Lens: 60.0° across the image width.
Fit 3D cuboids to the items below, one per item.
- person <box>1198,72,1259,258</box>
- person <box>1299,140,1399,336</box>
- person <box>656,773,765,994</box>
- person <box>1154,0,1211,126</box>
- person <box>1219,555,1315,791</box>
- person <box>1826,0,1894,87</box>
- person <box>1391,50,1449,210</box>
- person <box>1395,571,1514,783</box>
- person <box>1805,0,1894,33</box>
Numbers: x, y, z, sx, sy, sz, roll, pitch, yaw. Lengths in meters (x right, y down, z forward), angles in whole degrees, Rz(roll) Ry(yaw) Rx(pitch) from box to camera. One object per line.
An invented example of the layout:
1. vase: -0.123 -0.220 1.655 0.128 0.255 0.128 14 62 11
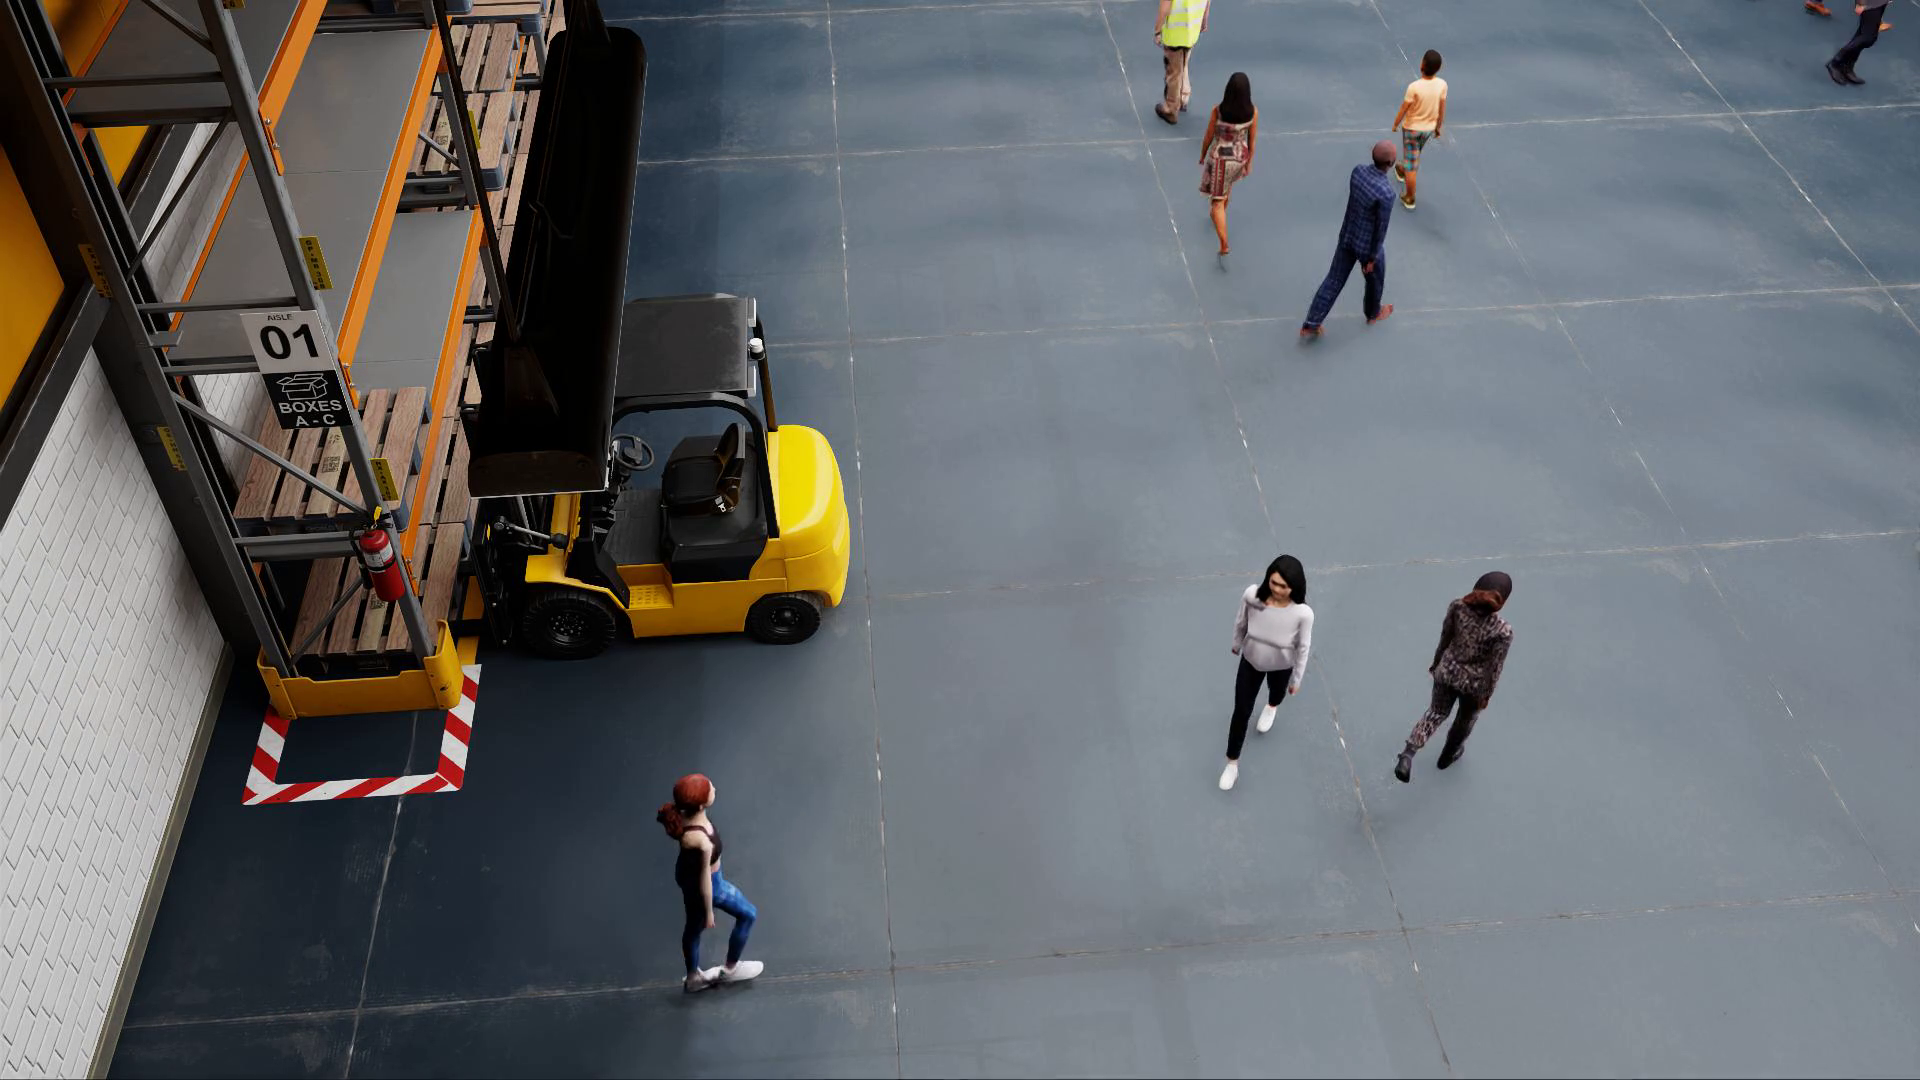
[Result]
1. person: 2.306 -3.212 14.328 0.678 1.611 1.118 -7 44 -7
2. person: 3.142 -2.364 13.317 1.109 1.777 1.219 -25 49 -24
3. person: -1.440 1.889 8.860 0.788 1.768 0.744 -26 49 -25
4. person: 2.143 -4.810 15.841 0.855 1.838 0.890 -22 48 -22
5. person: 1.928 0.693 10.199 0.981 1.652 1.180 18 46 18
6. person: 9.009 -5.414 16.483 0.891 1.828 0.854 35 53 31
7. person: 4.139 -3.644 14.909 0.624 1.436 0.939 -8 44 -9
8. person: 2.962 0.883 9.966 0.970 1.698 0.956 -33 53 -30
9. person: 9.411 -6.294 17.438 1.242 1.785 1.191 29 51 27
